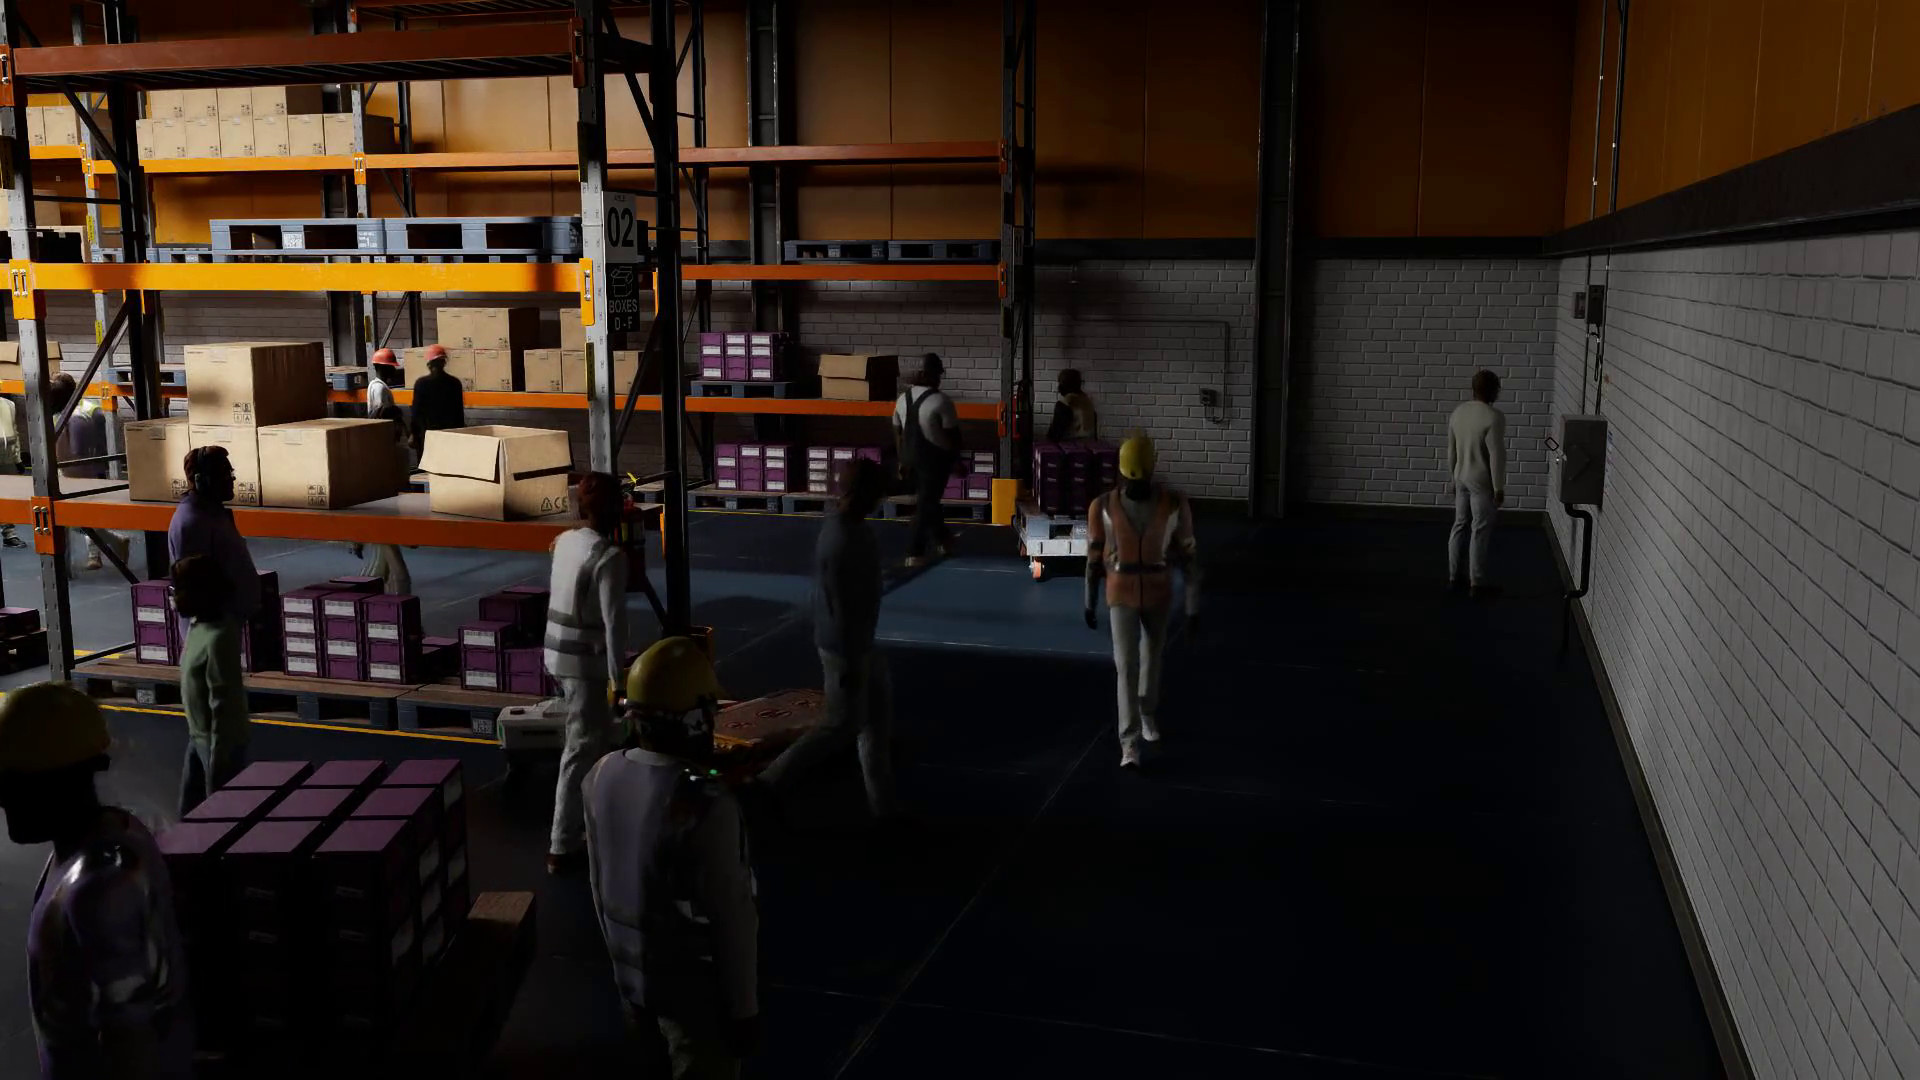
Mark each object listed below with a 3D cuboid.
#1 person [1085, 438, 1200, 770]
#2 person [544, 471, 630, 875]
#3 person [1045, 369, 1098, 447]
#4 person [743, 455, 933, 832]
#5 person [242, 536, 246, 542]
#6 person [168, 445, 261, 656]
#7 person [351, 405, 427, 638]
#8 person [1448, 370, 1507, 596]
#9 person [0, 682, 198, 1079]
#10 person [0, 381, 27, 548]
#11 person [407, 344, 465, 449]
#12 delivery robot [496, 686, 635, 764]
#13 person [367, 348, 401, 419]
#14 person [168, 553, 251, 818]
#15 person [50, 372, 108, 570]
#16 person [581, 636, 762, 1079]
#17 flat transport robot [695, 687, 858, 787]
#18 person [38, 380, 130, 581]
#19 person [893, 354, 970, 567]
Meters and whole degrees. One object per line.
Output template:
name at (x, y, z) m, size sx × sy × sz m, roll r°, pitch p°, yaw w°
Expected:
person at (1.037, 0.330, 9.534) m, size 0.621 × 1.864 × 1.022 m, roll 0°, pitch 9°, yaw 2°
person at (-1.751, 0.602, 7.878) m, size 0.716 × 1.847 × 0.686 m, roll -8°, pitch 12°, yaw -41°
person at (1.113, -0.821, 16.772) m, size 0.956 × 1.793 × 0.628 m, roll 5°, pitch 10°, yaw 27°
person at (-0.608, 0.529, 8.179) m, size 0.873 × 1.906 × 0.640 m, roll 1°, pitch 9°, yaw 4°
person at (-7.545, -0.874, 16.906) m, size 0.336 × 1.842 × 0.508 m, roll -7°, pitch 12°, yaw -38°
person at (-3.799, 0.466, 8.545) m, size 0.407 × 1.910 × 0.638 m, roll -3°, pitch 10°, yaw -19°
person at (-4.269, -0.102, 12.322) m, size 0.975 × 1.819 × 0.537 m, roll 3°, pitch 10°, yaw 20°
person at (4.441, -0.491, 14.280) m, size 0.353 × 1.937 × 0.635 m, roll -4°, pitch 10°, yaw -23°
person at (-2.008, 1.253, 3.728) m, size 0.709 × 1.901 × 0.619 m, roll -5°, pitch 10°, yaw -26°
person at (-9.580, -0.803, 16.502) m, size 0.403 × 1.834 × 0.589 m, roll 5°, pitch 10°, yaw 26°
person at (-5.831, -1.224, 18.702) m, size 0.949 × 1.962 × 0.616 m, roll 6°, pitch 11°, yaw 33°
delivery robot at (-2.127, 1.021, 8.986) m, size 0.707 × 0.478 × 0.477 m, roll -1°, pitch 9°, yaw -6°
person at (-6.230, -1.110, 18.064) m, size 0.370 × 1.933 × 0.550 m, roll -4°, pitch 10°, yaw -21°
person at (-3.137, 0.857, 7.019) m, size 0.359 × 1.623 × 0.511 m, roll -7°, pitch 12°, yaw -37°
person at (-8.256, -0.632, 15.433) m, size 0.635 × 1.842 × 0.429 m, roll -2°, pitch 9°, yaw -10°
person at (-0.745, 1.164, 4.509) m, size 0.590 × 1.836 × 0.404 m, roll 8°, pitch 12°, yaw 40°
flat transport robot at (-1.121, 1.111, 9.584) m, size 0.652 × 0.197 × 1.431 m, roll 7°, pitch 12°, yaw 36°
person at (-7.997, -0.546, 15.007) m, size 0.646 × 1.808 × 0.721 m, roll 7°, pitch 11°, yaw 35°
person at (-0.209, -0.800, 15.851) m, size 0.989 × 2.000 × 0.688 m, roll -9°, pitch 13°, yaw -43°
